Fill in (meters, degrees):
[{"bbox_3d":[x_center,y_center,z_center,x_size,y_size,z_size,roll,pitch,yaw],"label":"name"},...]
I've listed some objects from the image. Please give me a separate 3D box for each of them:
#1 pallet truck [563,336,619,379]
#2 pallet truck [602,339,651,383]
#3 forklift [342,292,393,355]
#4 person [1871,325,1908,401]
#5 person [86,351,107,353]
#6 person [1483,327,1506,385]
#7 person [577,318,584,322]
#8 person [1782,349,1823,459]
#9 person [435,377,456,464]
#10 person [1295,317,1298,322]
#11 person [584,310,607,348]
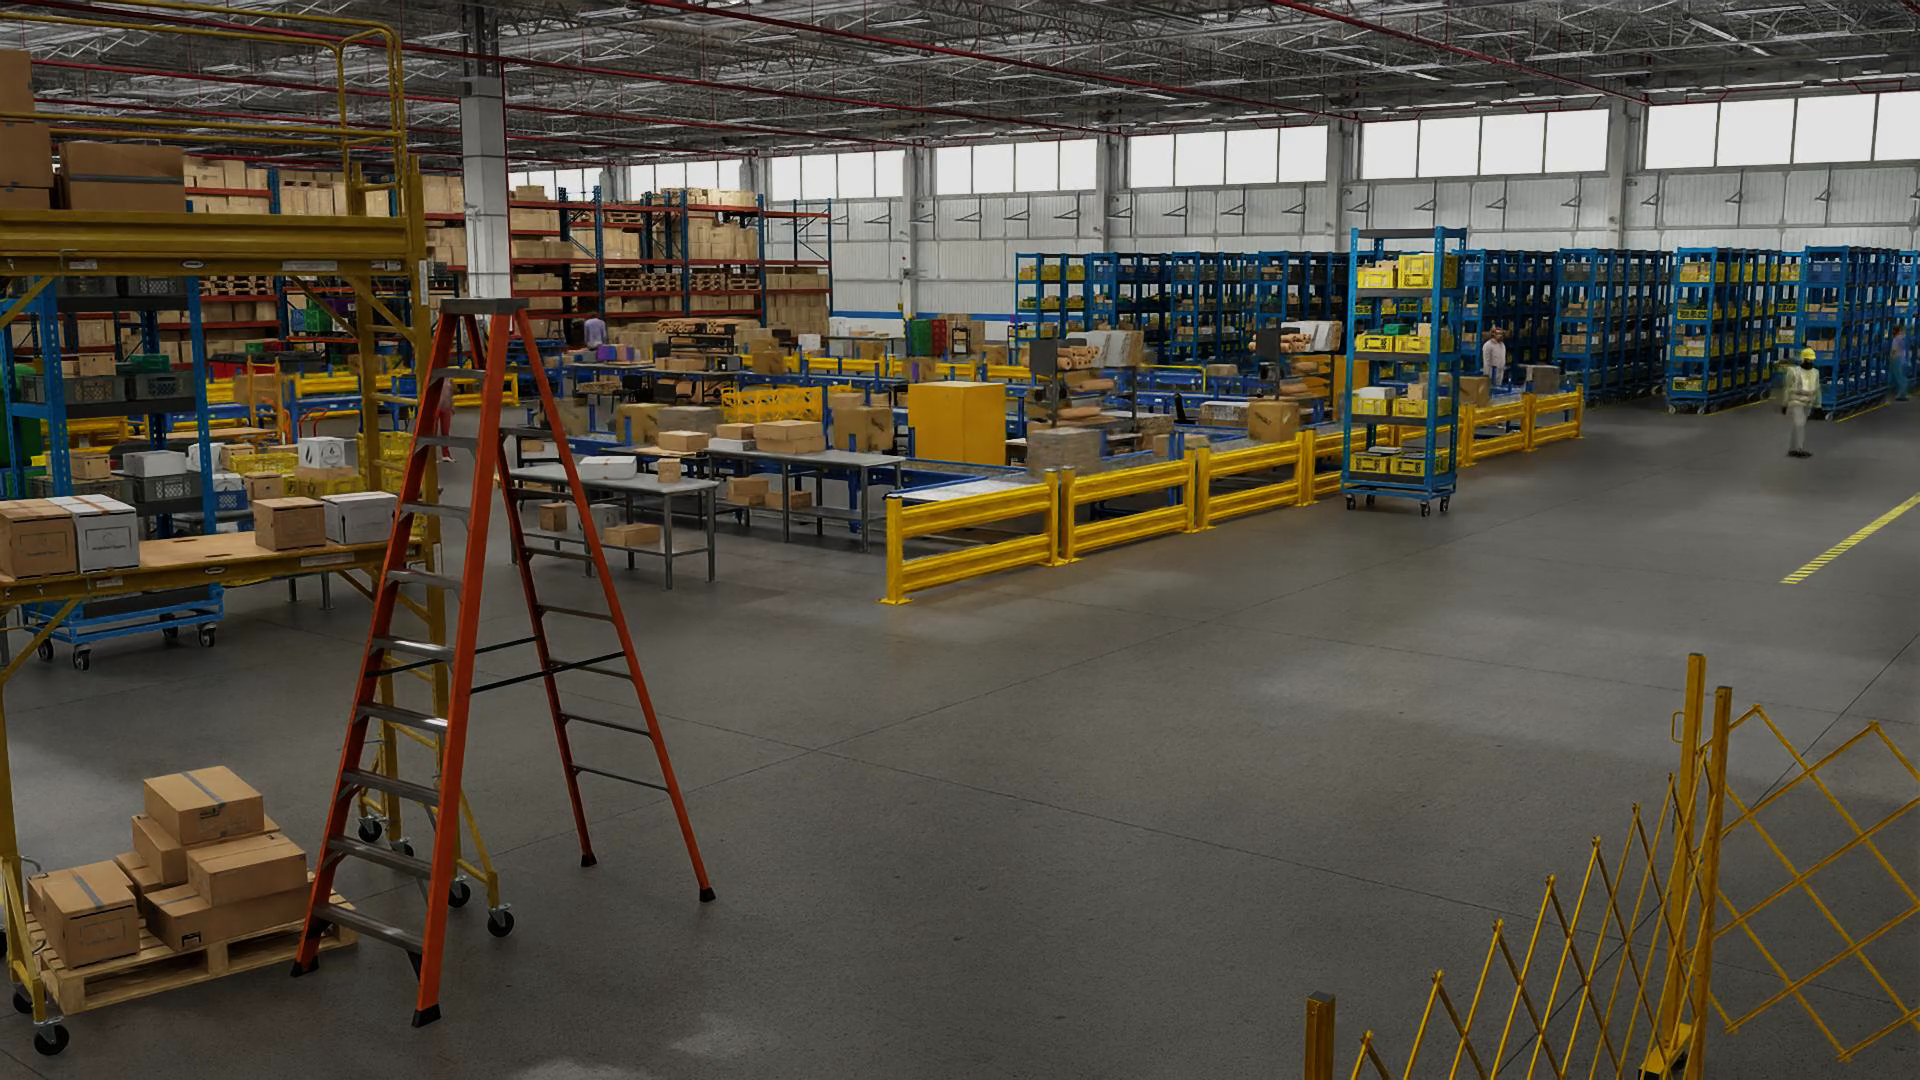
[{"bbox_3d":[-10.690,-5.294,48.215,1.601,1.201,0.680,-5,10,-26],"label":"pallet truck"},{"bbox_3d":[-8.991,-4.871,45.351,0.653,1.274,1.630,7,11,37],"label":"pallet truck"},{"bbox_3d":[-16.485,-5.622,45.120,1.129,2.768,1.873,7,11,37],"label":"forklift"},{"bbox_3d":[22.225,-4.222,39.736,0.950,1.792,0.594,5,11,30],"label":"person"},{"bbox_3d":[-31.623,-7.483,60.690,0.516,1.611,0.762,7,12,39],"label":"person"},{"bbox_3d":[11.304,-3.531,35.109,0.651,1.904,0.403,-7,12,-38],"label":"person"},{"bbox_3d":[-14.756,-8.177,64.722,0.484,1.704,0.887,6,11,35],"label":"person"},{"bbox_3d":[13.872,-2.217,27.205,0.627,1.800,0.807,-3,9,-16],"label":"person"},{"bbox_3d":[-8.316,-2.105,26.631,0.316,1.769,0.523,7,11,37],"label":"person"},{"bbox_3d":[10.291,-6.057,50.587,0.375,1.995,0.611,7,11,36],"label":"person"},{"bbox_3d":[-11.093,-6.030,50.646,0.691,1.928,0.390,0,9,-2],"label":"person"}]
